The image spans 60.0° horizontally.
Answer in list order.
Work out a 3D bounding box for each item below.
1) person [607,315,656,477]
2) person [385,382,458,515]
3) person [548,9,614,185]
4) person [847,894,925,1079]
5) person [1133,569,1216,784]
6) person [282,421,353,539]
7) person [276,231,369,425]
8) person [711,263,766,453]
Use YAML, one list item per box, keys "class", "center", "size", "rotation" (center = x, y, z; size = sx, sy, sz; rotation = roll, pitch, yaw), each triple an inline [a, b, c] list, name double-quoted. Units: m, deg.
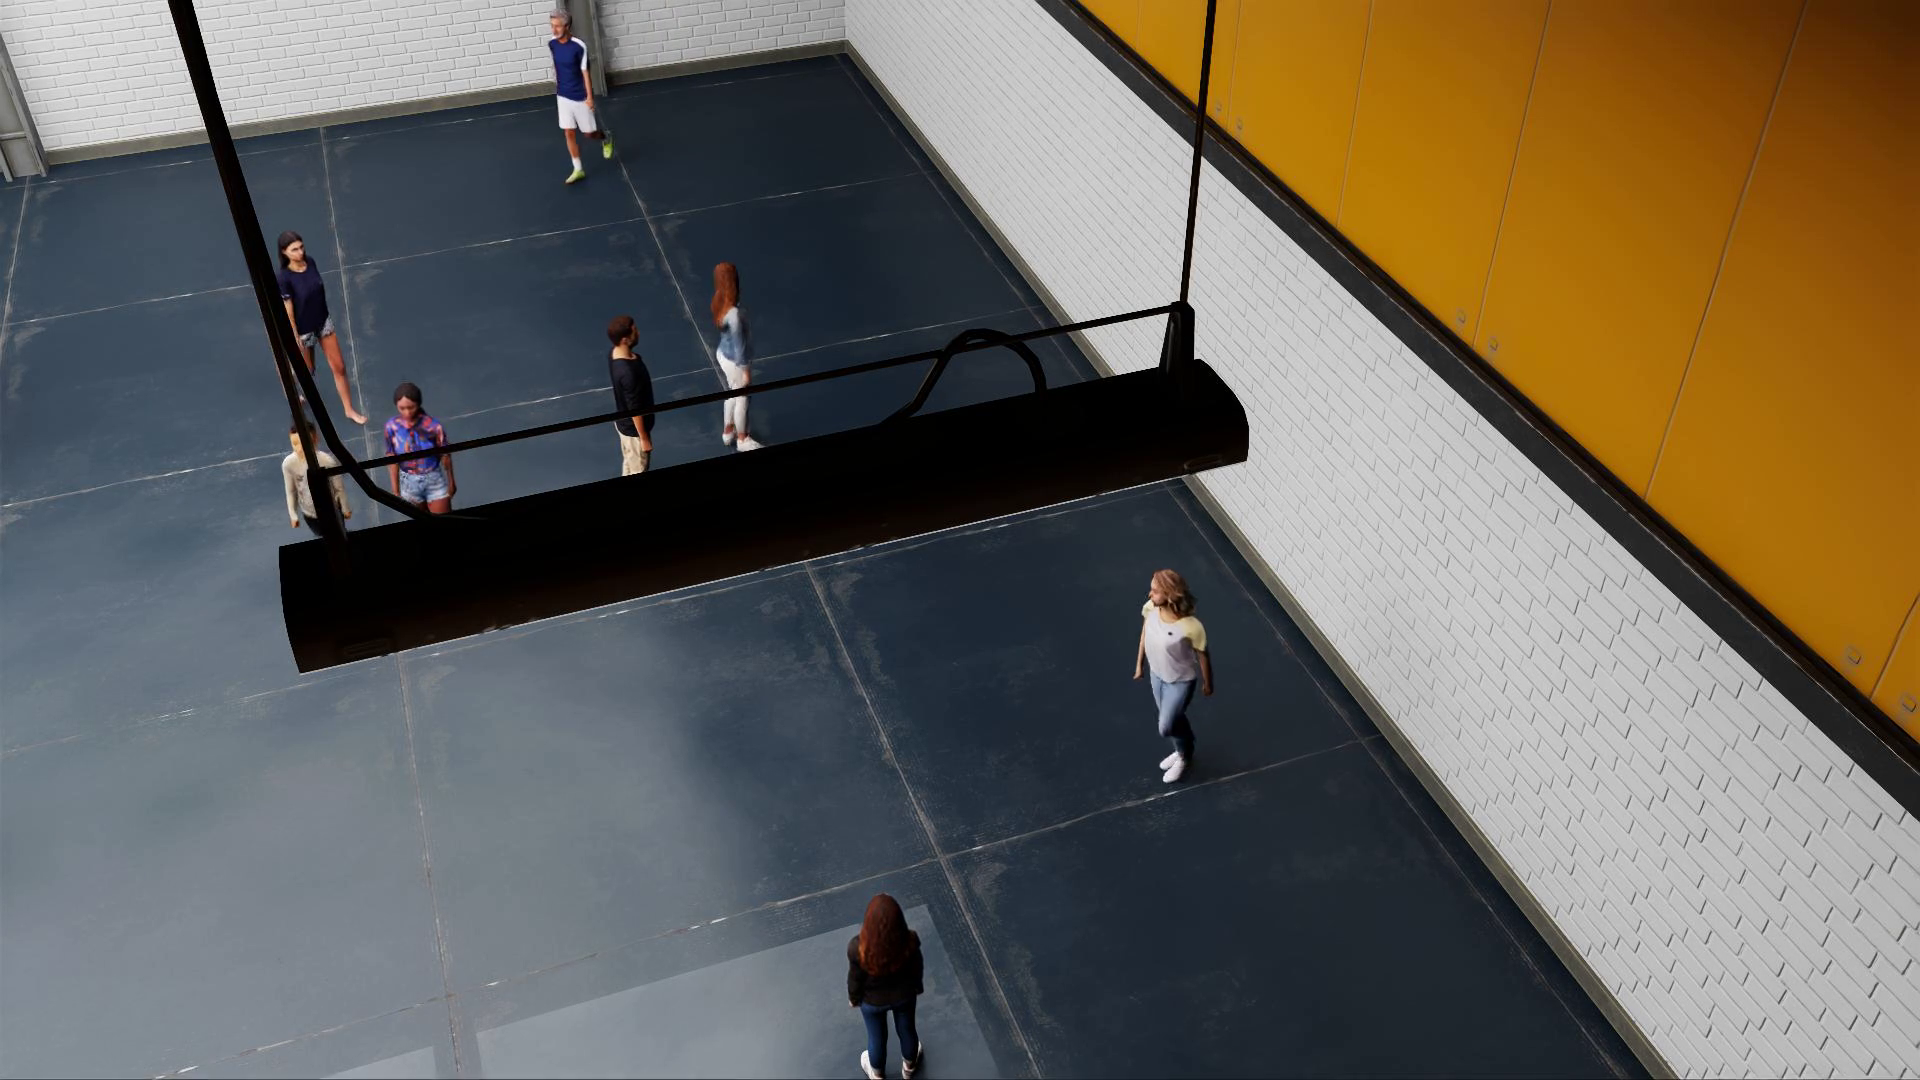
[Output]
- class: "person"
  center: [-2.446, -0.858, 12.445]
  size: [0.541, 1.852, 0.630]
  rotation: [-14, 41, -16]
- class: "person"
  center: [-3.858, -0.409, 11.988]
  size: [0.964, 1.722, 0.823]
  rotation: [-4, 39, -4]
- class: "person"
  center: [-3.926, -4.614, 17.171]
  size: [1.019, 1.824, 1.064]
  rotation: [15, 41, 18]
- class: "person"
  center: [-0.379, 2.360, 8.711]
  size: [0.466, 1.483, 0.633]
  rotation: [-9, 40, -11]
- class: "person"
  center: [1.398, 0.843, 10.452]
  size: [0.731, 1.681, 0.761]
  rotation: [27, 46, 30]
- class: "person"
  center: [-4.596, -0.256, 12.021]
  size: [0.975, 1.442, 0.806]
  rotation: [-1, 39, -1]
- class: "person"
  center: [-5.393, -1.761, 13.668]
  size: [1.052, 1.738, 1.045]
  rotation: [20, 43, 24]
- class: "person"
  center: [-1.801, -1.431, 13.293]
  size: [0.553, 1.690, 0.650]
  rotation: [-6, 39, -8]
